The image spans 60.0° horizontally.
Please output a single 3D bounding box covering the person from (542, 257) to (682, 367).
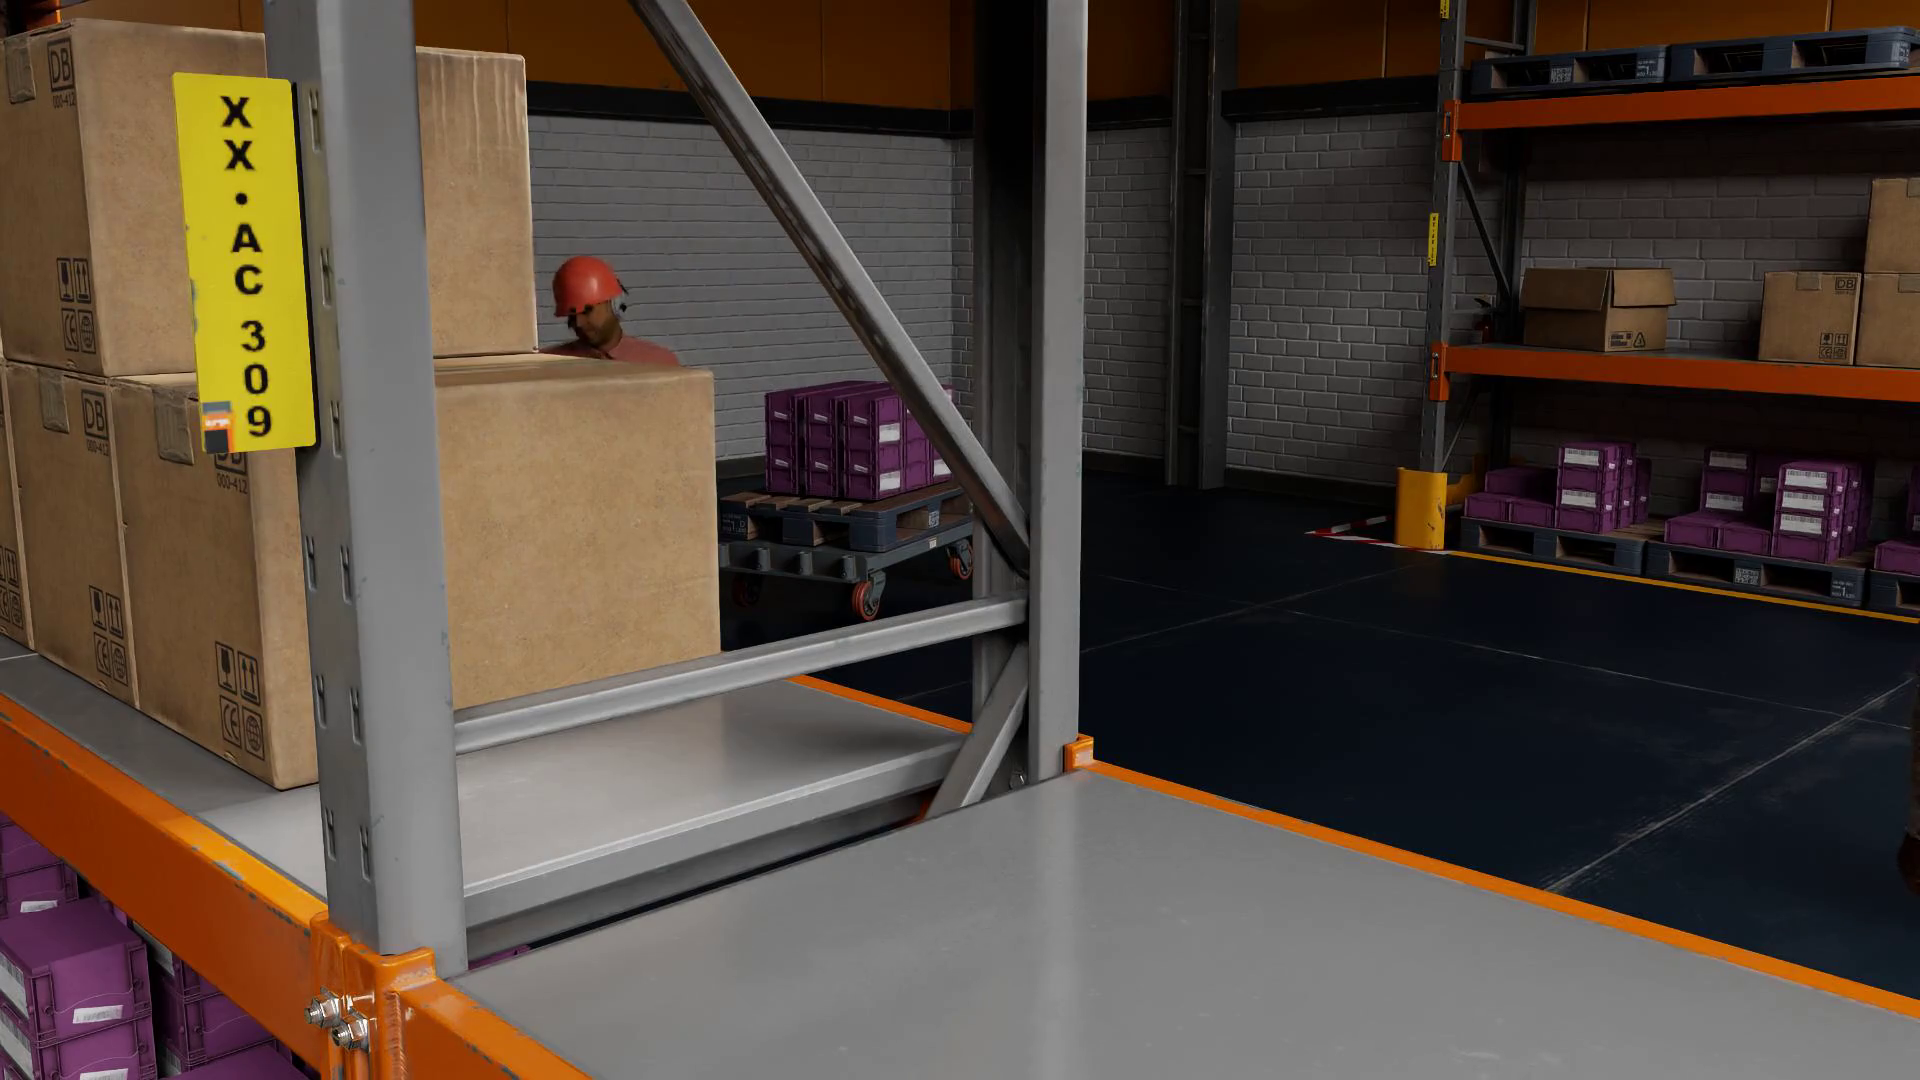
[{"bbox_3d":[-1.340,-0.108,6.420,0.641,1.942,0.705,-3,11,-14],"label":"person"}]
